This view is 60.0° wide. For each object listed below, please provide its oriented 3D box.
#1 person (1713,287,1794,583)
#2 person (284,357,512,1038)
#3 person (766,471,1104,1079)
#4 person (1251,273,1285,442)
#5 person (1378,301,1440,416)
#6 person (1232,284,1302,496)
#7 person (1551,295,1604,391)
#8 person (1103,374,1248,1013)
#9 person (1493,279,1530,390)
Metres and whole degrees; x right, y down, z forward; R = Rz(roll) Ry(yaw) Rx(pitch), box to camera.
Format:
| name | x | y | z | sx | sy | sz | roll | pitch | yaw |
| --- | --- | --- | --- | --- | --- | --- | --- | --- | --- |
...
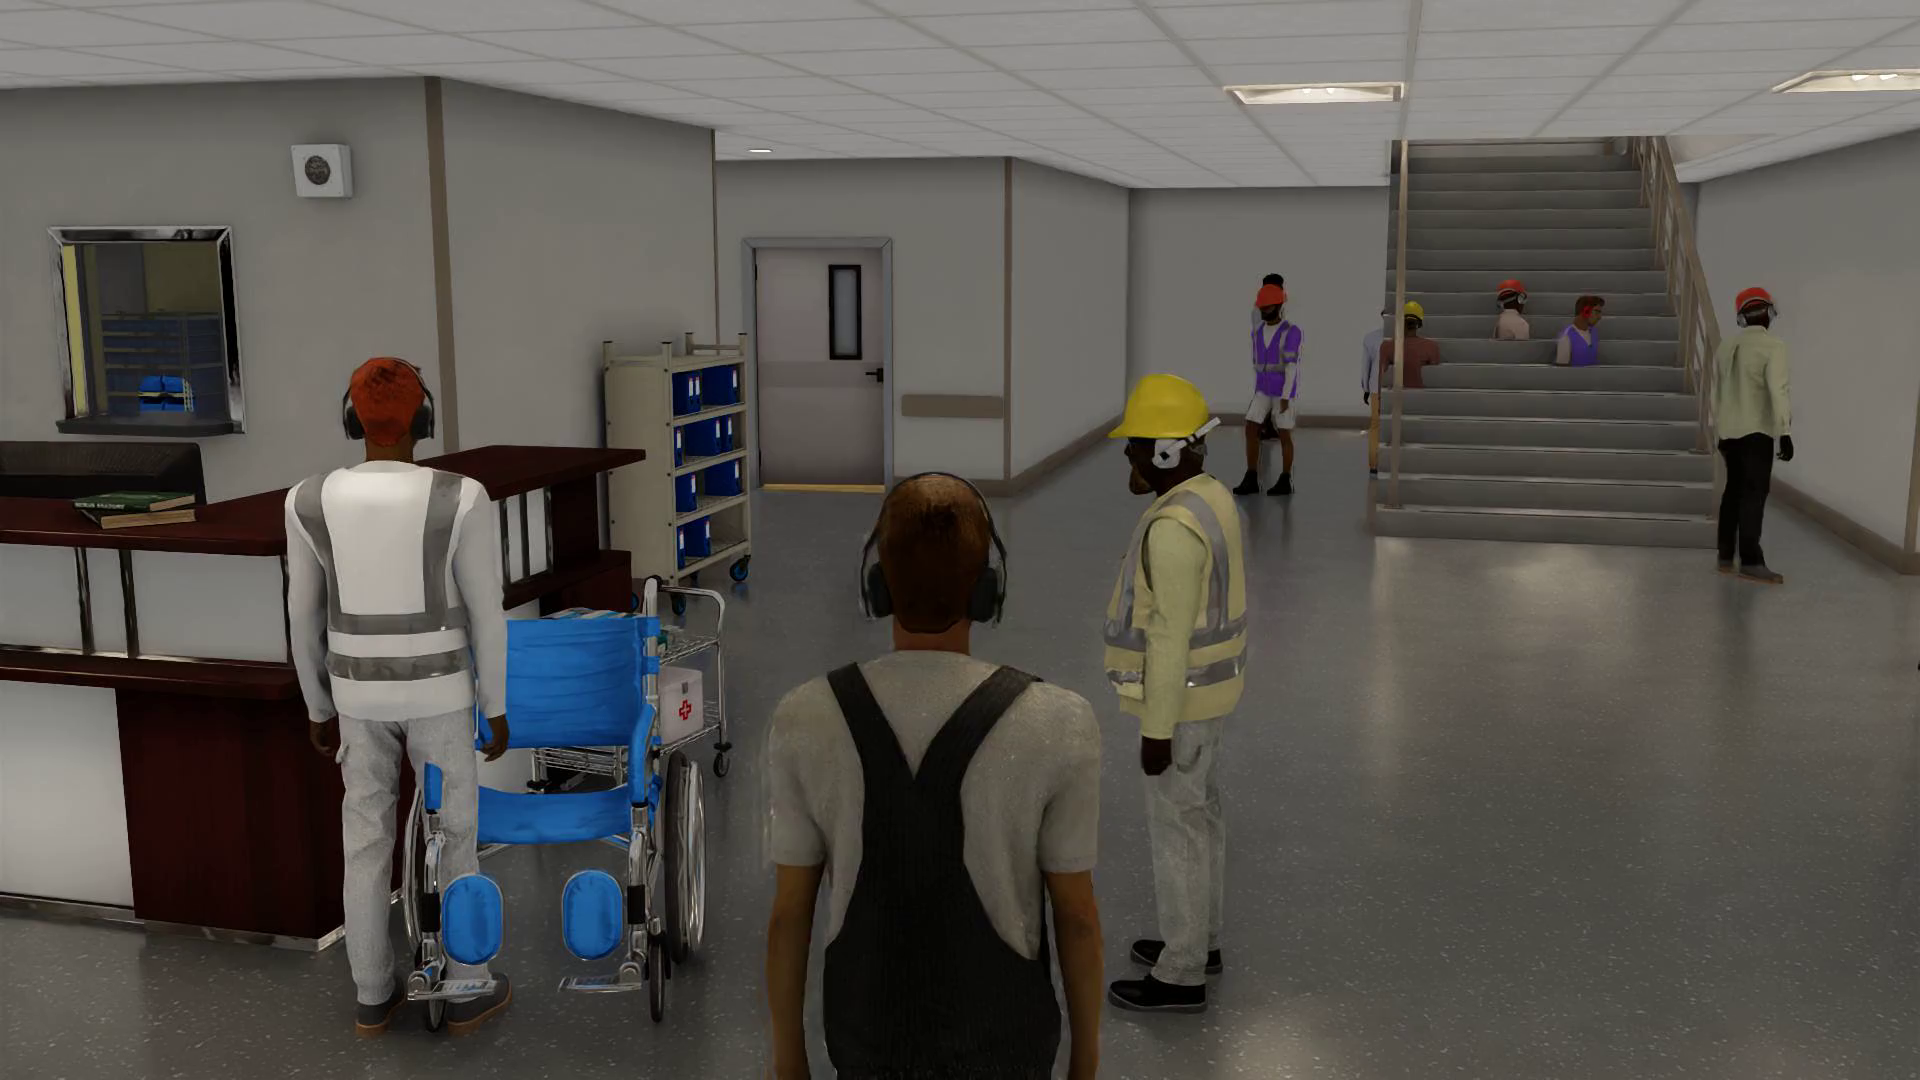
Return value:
| name | x | y | z | sx | sy | sz | roll | pitch | yaw |
| --- | --- | --- | --- | --- | --- | --- | --- | --- | --- |
| person | 5.334 | -0.706 | 11.176 | 0.368 | 1.950 | 0.784 | -1 | 10 | -8 |
| person | -1.521 | 0.442 | 4.572 | 0.578 | 1.883 | 0.353 | 0 | 10 | -1 |
| person | -0.036 | 0.811 | 2.567 | 0.512 | 1.828 | 0.443 | 2 | 10 | 11 |
| person | 3.646 | -2.145 | 19.558 | 0.365 | 1.965 | 0.608 | 7 | 12 | 36 |
| person | 3.943 | -1.212 | 14.661 | 0.525 | 1.769 | 0.316 | 2 | 10 | 11 |
| person | 2.757 | -1.321 | 14.895 | 0.747 | 1.907 | 0.547 | -9 | 13 | -42 |
| person | 5.361 | -1.229 | 14.597 | 0.432 | 1.826 | 0.663 | 9 | 13 | 41 |
| person | 0.613 | 0.438 | 4.787 | 0.404 | 1.825 | 0.595 | 3 | 10 | 17 |
| person | 4.984 | -1.385 | 15.126 | 0.439 | 1.957 | 0.659 | -3 | 10 | -15 |
